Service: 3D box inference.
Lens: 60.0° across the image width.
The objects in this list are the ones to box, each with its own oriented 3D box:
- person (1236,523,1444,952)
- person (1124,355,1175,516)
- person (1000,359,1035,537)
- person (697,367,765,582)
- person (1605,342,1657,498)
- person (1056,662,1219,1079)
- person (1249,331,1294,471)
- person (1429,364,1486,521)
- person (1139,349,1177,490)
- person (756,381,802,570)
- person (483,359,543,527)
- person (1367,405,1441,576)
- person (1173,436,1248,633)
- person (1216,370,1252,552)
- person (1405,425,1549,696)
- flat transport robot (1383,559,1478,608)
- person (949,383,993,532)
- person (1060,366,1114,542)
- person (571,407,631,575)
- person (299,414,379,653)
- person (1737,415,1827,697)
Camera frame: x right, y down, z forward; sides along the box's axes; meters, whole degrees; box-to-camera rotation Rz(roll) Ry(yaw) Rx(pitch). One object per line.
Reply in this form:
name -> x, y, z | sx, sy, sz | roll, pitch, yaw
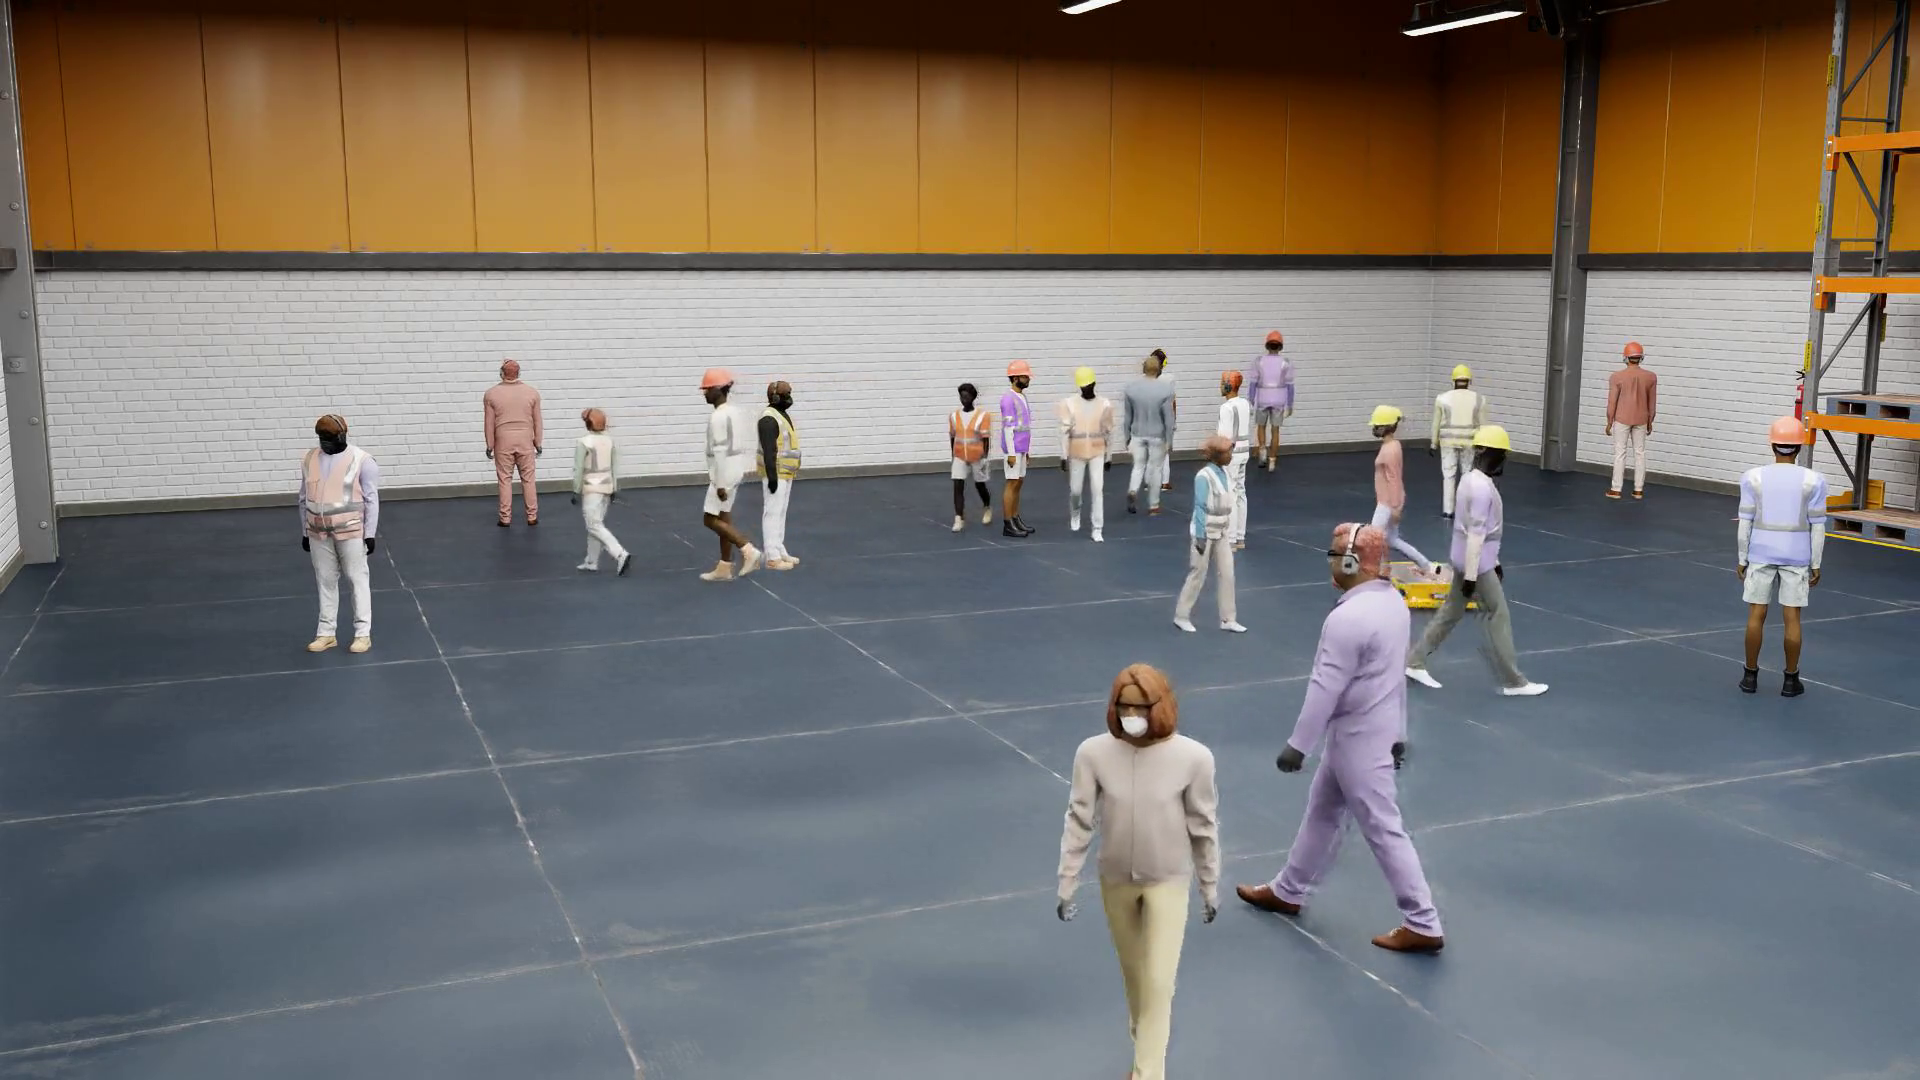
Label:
person -> 1.709, 0.848, 7.280 | 0.984, 1.855, 0.640 | 5, 10, 26
person -> 2.208, -1.207, 19.522 | 0.640, 1.918, 0.619 | 5, 10, 26
person -> 0.638, -1.006, 18.241 | 0.354, 1.942, 0.545 | 3, 10, 19
person -> -2.160, -0.594, 15.493 | 0.564, 2.024, 0.604 | 2, 9, 9
person -> 8.530, -1.518, 21.171 | 0.611, 1.997, 0.375 | 0, 9, 1
person -> 0.589, 1.226, 5.733 | 0.532, 1.592, 0.809 | 4, 10, 23
person -> 4.502, -2.002, 24.014 | 0.648, 2.021, 0.497 | 2, 10, 12
person -> 5.804, -1.135, 19.394 | 0.605, 1.831, 0.424 | 1, 9, 6
person -> 2.602, -1.584, 21.970 | 0.531, 1.866, 0.318 | 2, 10, 10
person -> -1.768, -0.640, 16.324 | 0.430, 1.845, 0.624 | 1, 9, 9
person -> -5.070, -1.101, 18.902 | 0.651, 1.913, 0.410 | -4, 10, -21
person -> 3.878, -0.329, 14.735 | 0.694, 1.739, 0.518 | 3, 10, 19
person -> 2.035, -0.036, 13.437 | 0.626, 1.603, 0.550 | 8, 12, 39
person -> 2.814, -0.819, 17.283 | 0.354, 1.883, 0.573 | 6, 11, 34
person -> 3.559, 0.141, 11.540 | 0.957, 1.881, 0.578 | 1, 9, 5
flat transport robot -> 4.141, 0.382, 14.879 | 0.652, 0.197, 1.431 | 1, 9, 4
person -> 0.138, -0.949, 18.698 | 0.526, 1.666, 0.790 | 3, 10, 19
person -> 1.374, -0.957, 18.085 | 0.603, 1.895, 0.707 | 0, 9, 1
person -> -3.439, -0.462, 15.941 | 0.722, 1.618, 0.518 | 5, 11, 27
person -> -4.770, -0.047, 12.752 | 0.621, 1.838, 0.429 | 1, 9, 7
person -> 5.643, 0.113, 11.458 | 0.545, 1.942, 0.349 | 5, 11, 29
